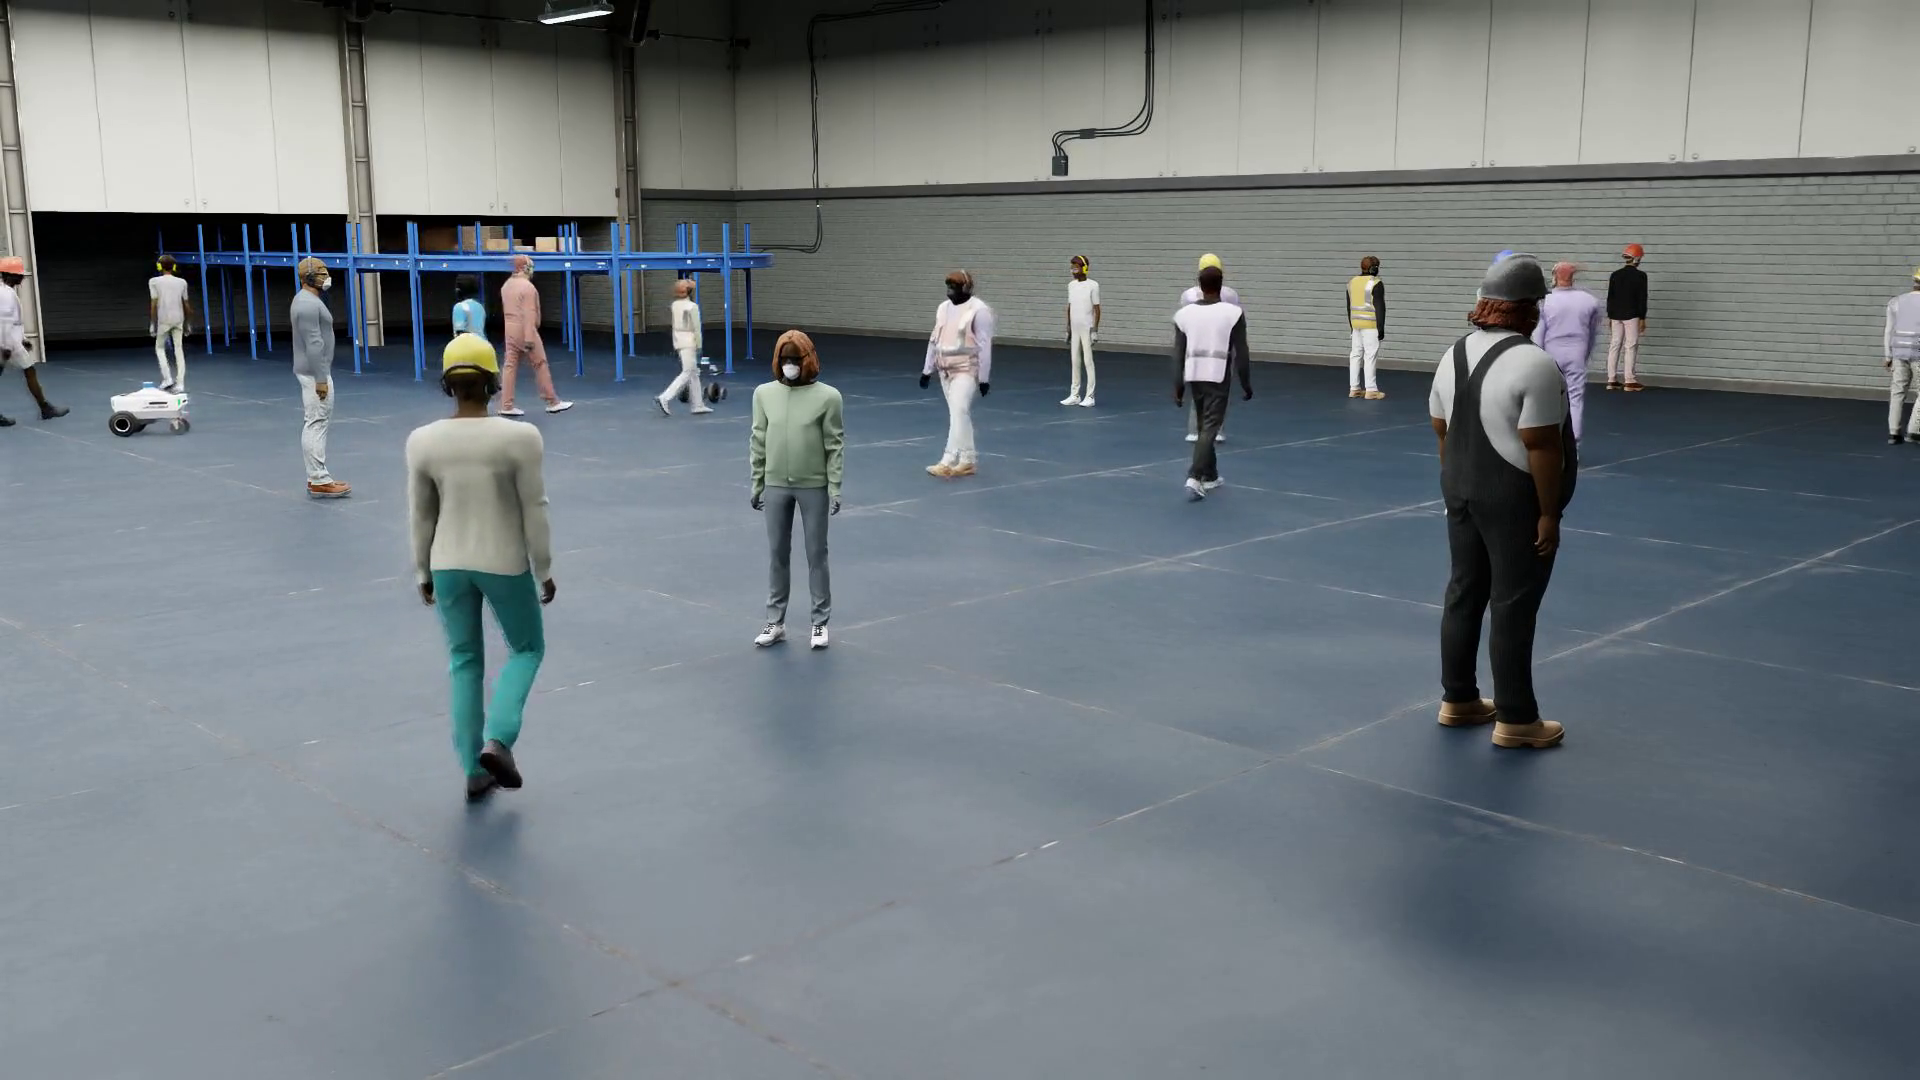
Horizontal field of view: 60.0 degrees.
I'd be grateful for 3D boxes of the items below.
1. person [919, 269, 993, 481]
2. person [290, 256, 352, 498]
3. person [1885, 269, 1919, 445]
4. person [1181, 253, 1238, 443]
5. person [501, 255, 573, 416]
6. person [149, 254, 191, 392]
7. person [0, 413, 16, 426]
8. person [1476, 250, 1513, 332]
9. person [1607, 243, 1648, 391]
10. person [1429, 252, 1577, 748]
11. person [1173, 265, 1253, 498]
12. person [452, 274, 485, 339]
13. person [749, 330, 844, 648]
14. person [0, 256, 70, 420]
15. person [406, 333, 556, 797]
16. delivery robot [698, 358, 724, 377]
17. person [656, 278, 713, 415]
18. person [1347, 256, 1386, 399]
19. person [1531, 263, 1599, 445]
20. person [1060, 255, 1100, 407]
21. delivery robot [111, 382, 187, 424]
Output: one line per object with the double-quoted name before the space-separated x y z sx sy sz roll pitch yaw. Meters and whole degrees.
"person" -0.076 -1.445 14.555 0.644 1.831 0.635 -8 13 -38
"person" -5.235 -1.330 13.558 0.372 1.940 0.631 -5 11 -24
"person" 9.649 -1.861 16.811 0.411 1.819 0.643 -6 12 -29
"person" 2.538 -1.955 17.002 0.594 1.925 0.378 0 10 -1
"person" -5.056 -2.409 19.615 0.659 1.864 0.930 9 14 41
"person" -10.718 -2.931 22.524 0.573 1.846 0.583 -9 14 -42
"person" -10.799 -2.136 18.173 0.564 1.884 0.846 6 12 28
"person" 5.780 -2.113 17.800 0.392 1.949 0.602 -5 12 -27
"person" 9.166 -3.059 22.833 0.393 1.995 0.612 -6 12 -28
"person" 2.320 -0.159 7.011 0.538 2.000 0.683 -4 11 -23
"person" 2.032 -1.307 13.630 0.595 1.877 0.990 6 12 31
"person" -5.368 -2.050 18.159 0.373 1.683 0.557 3 11 15
"person" -0.843 -0.261 8.567 0.498 1.632 0.285 2 11 11
"person" -10.834 -2.286 18.968 1.014 1.875 0.540 -10 14 -42
"person" -1.795 0.105 6.236 0.544 1.750 0.399 1 10 3
"delivery robot" -3.286 -2.236 21.425 0.335 0.223 0.698 3 11 14
"person" -3.258 -2.269 19.579 0.739 1.609 0.522 -8 13 -38
"person" 5.317 -2.772 21.688 0.429 1.844 0.626 -6 12 -29
"person" 5.705 -1.695 15.812 0.635 1.843 1.023 1 10 4
"person" 1.511 -2.593 20.668 0.336 1.859 0.512 -10 14 -43
"delivery robot" -8.692 -1.452 17.849 0.707 0.478 0.477 -2 10 -12
